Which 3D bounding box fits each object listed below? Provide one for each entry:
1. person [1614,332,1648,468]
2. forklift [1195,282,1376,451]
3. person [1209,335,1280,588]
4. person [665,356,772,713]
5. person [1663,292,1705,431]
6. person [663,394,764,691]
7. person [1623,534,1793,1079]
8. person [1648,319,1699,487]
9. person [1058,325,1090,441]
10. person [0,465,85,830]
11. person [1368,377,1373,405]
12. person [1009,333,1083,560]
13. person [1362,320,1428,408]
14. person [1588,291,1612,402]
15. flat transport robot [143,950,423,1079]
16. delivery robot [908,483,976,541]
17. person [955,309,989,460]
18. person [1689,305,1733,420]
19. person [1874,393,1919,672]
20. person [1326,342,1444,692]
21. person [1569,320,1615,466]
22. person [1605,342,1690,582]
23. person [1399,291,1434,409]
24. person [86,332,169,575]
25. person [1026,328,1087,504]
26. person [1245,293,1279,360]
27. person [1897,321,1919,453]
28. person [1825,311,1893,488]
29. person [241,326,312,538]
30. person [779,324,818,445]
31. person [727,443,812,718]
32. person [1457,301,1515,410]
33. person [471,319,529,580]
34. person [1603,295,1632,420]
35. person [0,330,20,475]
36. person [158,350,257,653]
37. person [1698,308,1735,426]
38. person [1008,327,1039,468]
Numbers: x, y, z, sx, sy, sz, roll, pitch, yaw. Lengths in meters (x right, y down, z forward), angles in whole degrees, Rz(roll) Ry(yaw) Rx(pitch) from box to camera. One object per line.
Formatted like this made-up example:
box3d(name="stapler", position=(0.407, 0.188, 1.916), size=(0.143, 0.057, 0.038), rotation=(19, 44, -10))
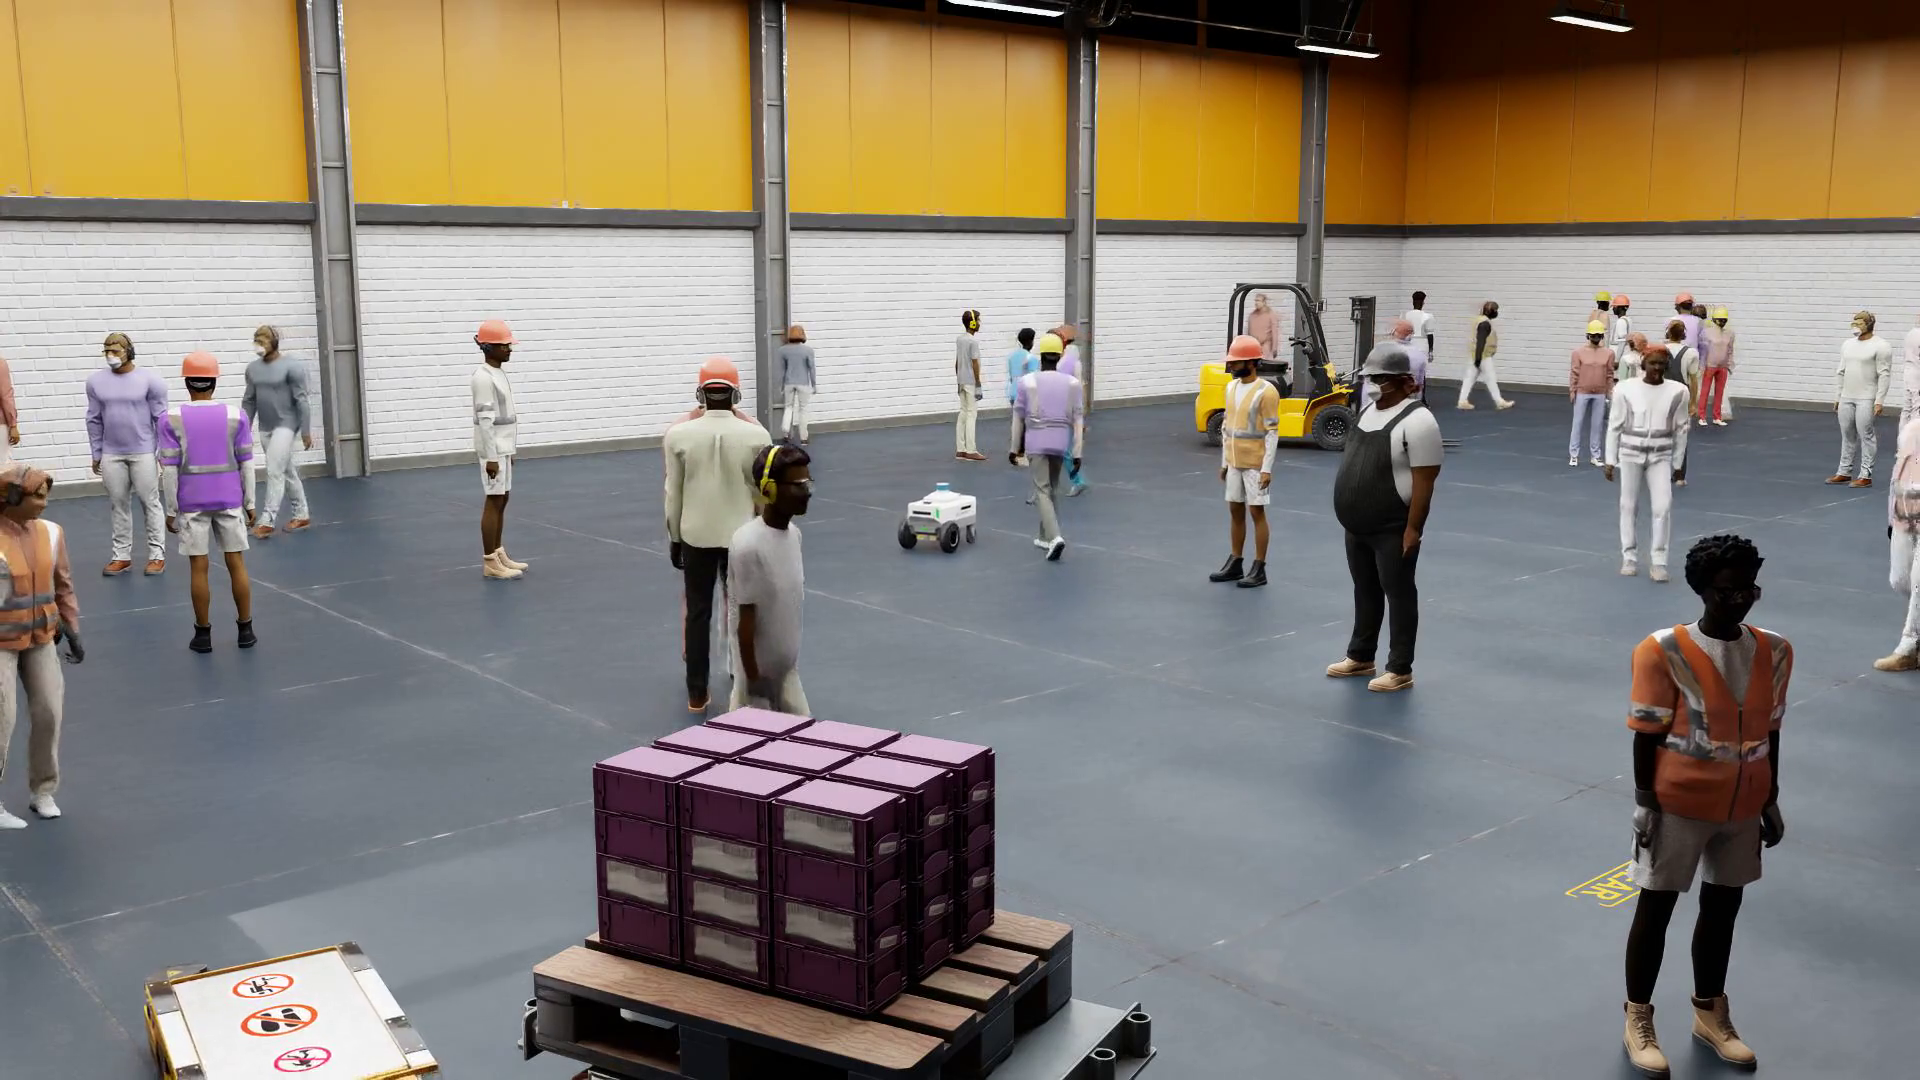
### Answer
box3d(name="person", position=(8.087, -1.667, 19.911), size=(0.516, 1.629, 0.320), rotation=(-3, 10, -17))
box3d(name="forklift", position=(4.328, -2.346, 22.227), size=(2.313, 2.155, 1.214), rotation=(3, 10, 16))
box3d(name="person", position=(2.190, -0.600, 12.762), size=(0.376, 1.934, 0.547), rotation=(-6, 11, -32))
box3d(name="person", position=(-1.326, -0.023, 9.256), size=(0.607, 1.987, 0.412), rotation=(-1, 10, -7))
box3d(name="person", position=(10.492, -2.602, 24.261), size=(0.688, 2.009, 0.722), rotation=(-1, 10, -4))
box3d(name="person", position=(-1.392, -0.061, 9.695), size=(0.651, 1.904, 0.403), rotation=(-6, 11, -31))
box3d(name="person", position=(2.310, 0.818, 5.158), size=(0.533, 1.697, 0.318), rotation=(-2, 10, -10))
box3d(name="person", position=(7.833, -1.504, 18.314), size=(0.513, 1.844, 0.328), rotation=(4, 10, 21))
box3d(name="person", position=(1.459, -2.068, 22.288), size=(0.452, 1.620, 0.500), rotation=(8, 12, 37))
box3d(name="person", position=(-4.212, 0.473, 7.445), size=(0.350, 1.610, 0.531), rotation=(4, 10, 21))
box3d(name="person", position=(4.344, -1.214, 17.231), size=(0.279, 1.634, 0.499), rotation=(1, 10, 4))
box3d(name="person", position=(0.757, -0.798, 14.063), size=(0.586, 1.891, 0.905), rotation=(-3, 10, -19))
box3d(name="person", position=(4.518, -1.389, 17.616), size=(0.813, 1.866, 0.402), rotation=(-3, 10, -17))
box3d(name="person", position=(11.127, -3.359, 28.931), size=(0.361, 1.930, 0.587), rotation=(-1, 10, -7))
box3d(name="flat transport robot", position=(-2.010, 1.558, 4.990), size=(0.652, 0.197, 1.431), rotation=(-6, 11, -32))
box3d(name="delivery robot", position=(-0.152, -0.251, 14.481), size=(0.477, 0.478, 0.707), rotation=(5, 11, 29))
box3d(name="person", position=(0.126, -1.928, 20.721), size=(0.332, 1.874, 0.520), rotation=(-5, 11, -27))
box3d(name="person", position=(11.584, -2.760, 25.900), size=(1.054, 1.764, 0.631), rotation=(7, 12, 36))
box3d(name="person", position=(5.986, -0.104, 10.187), size=(0.709, 1.823, 0.639), rotation=(-3, 10, -14))
box3d(name="person", position=(2.455, -0.141, 9.763), size=(0.537, 2.000, 0.682), rotation=(-4, 11, -24))
box3d(name="person", position=(7.618, -1.764, 20.072), size=(0.524, 1.769, 0.308), rotation=(1, 10, 4))
box3d(name="person", position=(5.364, -0.602, 13.007), size=(0.599, 1.859, 0.765), rotation=(3, 10, 18))
box3d(name="person", position=(7.567, -3.144, 27.585), size=(0.603, 1.959, 0.374), rotation=(6, 12, 32))
box3d(name="person", position=(-6.588, -0.678, 13.206), size=(0.630, 1.938, 0.366), rotation=(0, 10, -1))
box3d(name="person", position=(1.037, -1.299, 17.246), size=(0.942, 1.808, 0.579), rotation=(-8, 13, -40))
box3d(name="person", position=(5.249, -3.376, 29.145), size=(0.436, 1.888, 0.667), rotation=(-8, 13, -40))
box3d(name="person", position=(12.141, -1.988, 20.971), size=(0.400, 1.907, 0.645), rotation=(1, 10, 8))
box3d(name="person", position=(9.868, -1.539, 18.247), size=(0.355, 1.938, 0.637), rotation=(-3, 10, -18))
box3d(name="person", position=(-6.266, -0.968, 15.008), size=(0.648, 1.897, 0.934), rotation=(5, 11, 25))
box3d(name="person", position=(-2.165, -2.068, 22.264), size=(0.508, 1.630, 0.414), rotation=(2, 10, 13))
box3d(name="person", position=(-0.821, 0.519, 6.517), size=(0.917, 1.836, 0.507), rotation=(5, 11, 26))
box3d(name="person", position=(8.681, -3.023, 27.363), size=(0.951, 1.781, 0.749), rotation=(2, 10, 13))
box3d(name="person", position=(-3.621, -0.711, 13.094), size=(0.374, 2.042, 0.615), rotation=(-1, 10, -4))
box3d(name="person", position=(10.215, -2.833, 25.826), size=(0.361, 1.935, 0.553), rotation=(5, 11, 29))
box3d(name="person", position=(-8.949, -1.076, 15.369), size=(0.612, 1.997, 0.375), rotation=(3, 10, 18))
box3d(name="person", position=(-4.822, -0.246, 10.686), size=(0.551, 1.934, 0.373), rotation=(-6, 11, -30))
box3d(name="person", position=(11.322, -2.585, 24.882), size=(0.524, 1.768, 0.313), rotation=(-1, 10, -8))
box3d(name="person", position=(0.813, -1.717, 20.035), size=(0.475, 1.674, 0.570), rotation=(-5, 11, -28))
